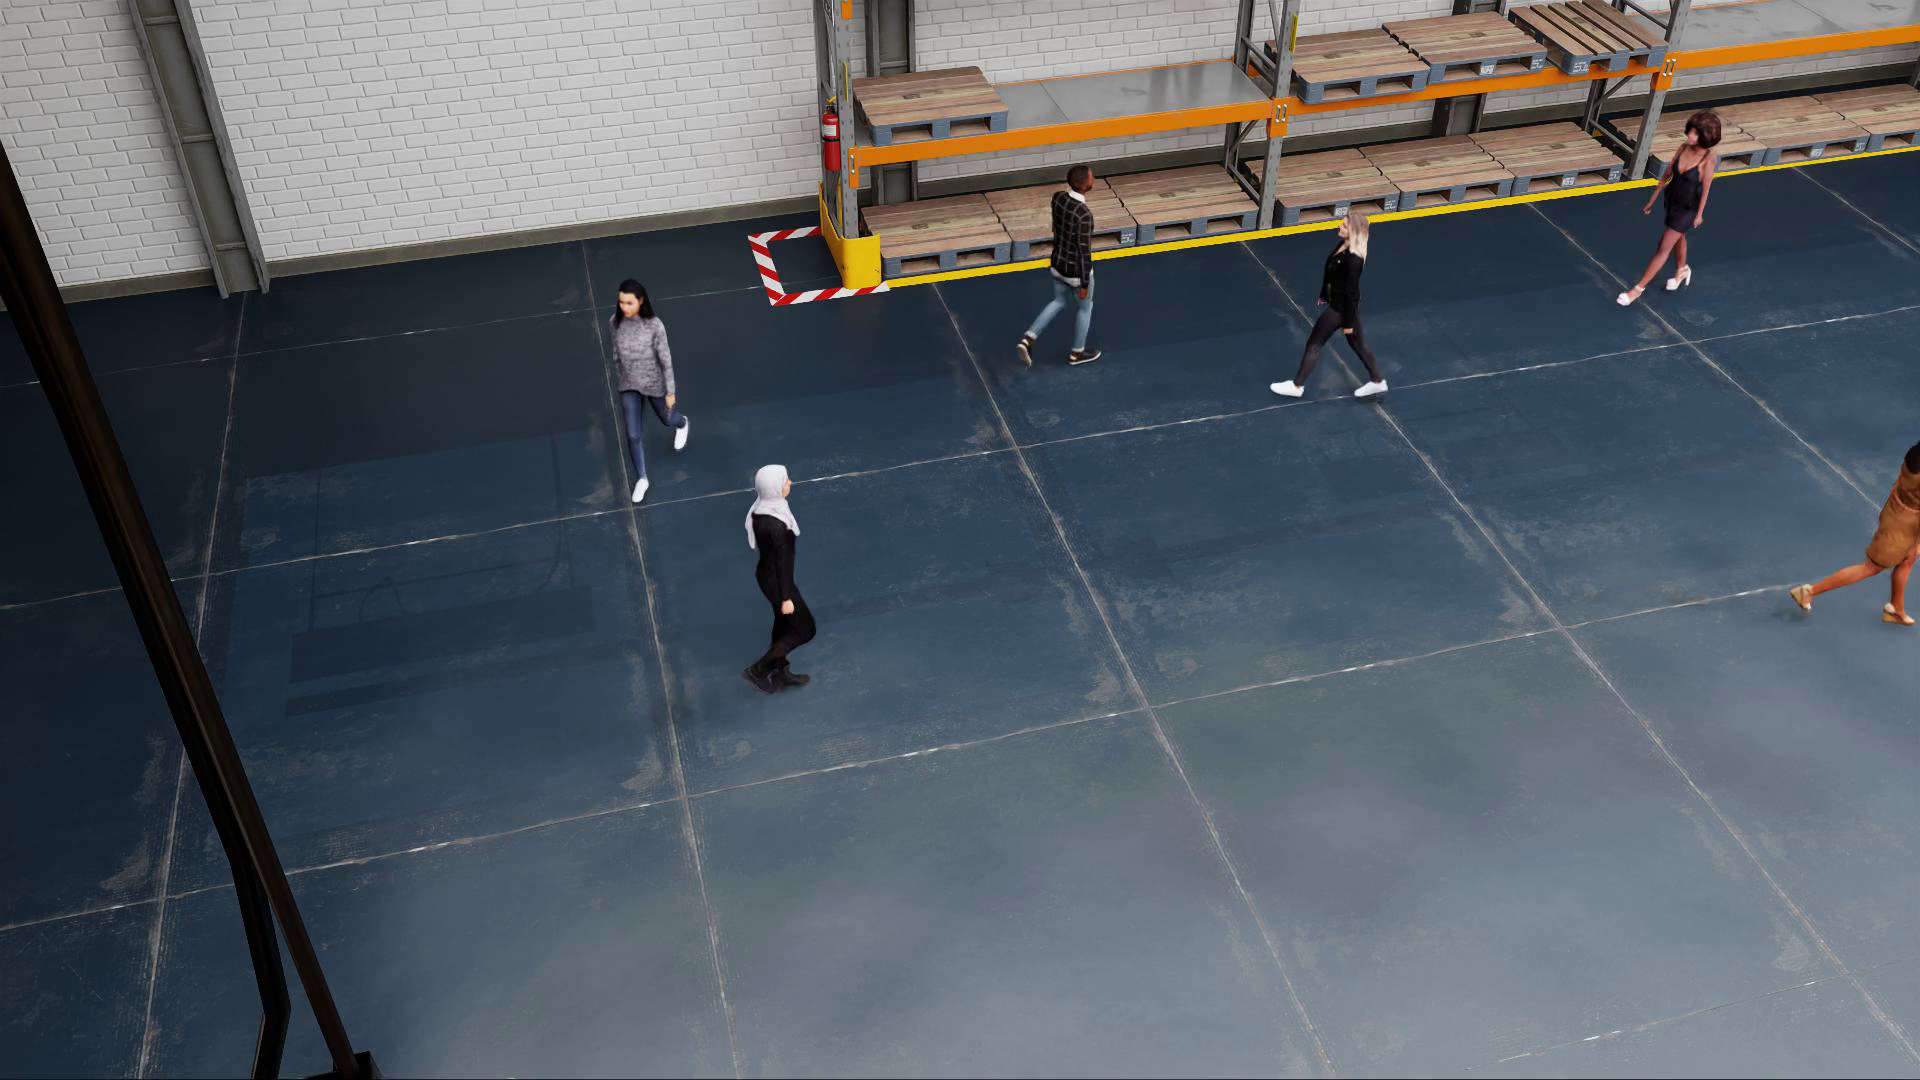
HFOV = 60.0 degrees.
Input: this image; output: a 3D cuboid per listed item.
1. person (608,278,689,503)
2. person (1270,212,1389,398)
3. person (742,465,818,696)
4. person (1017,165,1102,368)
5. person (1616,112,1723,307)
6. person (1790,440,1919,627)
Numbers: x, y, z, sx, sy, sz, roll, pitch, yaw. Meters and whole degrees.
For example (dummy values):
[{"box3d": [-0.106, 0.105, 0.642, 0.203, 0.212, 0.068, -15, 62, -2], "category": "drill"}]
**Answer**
[{"box3d": [-2.278, -1.180, 12.227, 1.132, 1.703, 1.010, 7, 39, 9], "category": "person"}, {"box3d": [3.095, -1.794, 13.041, 1.238, 1.645, 0.955, 7, 39, 8], "category": "person"}, {"box3d": [-1.207, 0.308, 10.313, 0.694, 1.767, 0.613, -10, 40, -12], "category": "person"}, {"box3d": [0.809, -2.156, 13.369, 1.120, 1.803, 0.901, -24, 44, -27], "category": "person"}, {"box3d": [6.238, -2.836, 14.272, 1.154, 1.738, 0.680, -16, 41, -19], "category": "person"}, {"box3d": [6.067, -0.077, 10.882, 1.155, 1.658, 0.891, 7, 39, 9], "category": "person"}]
